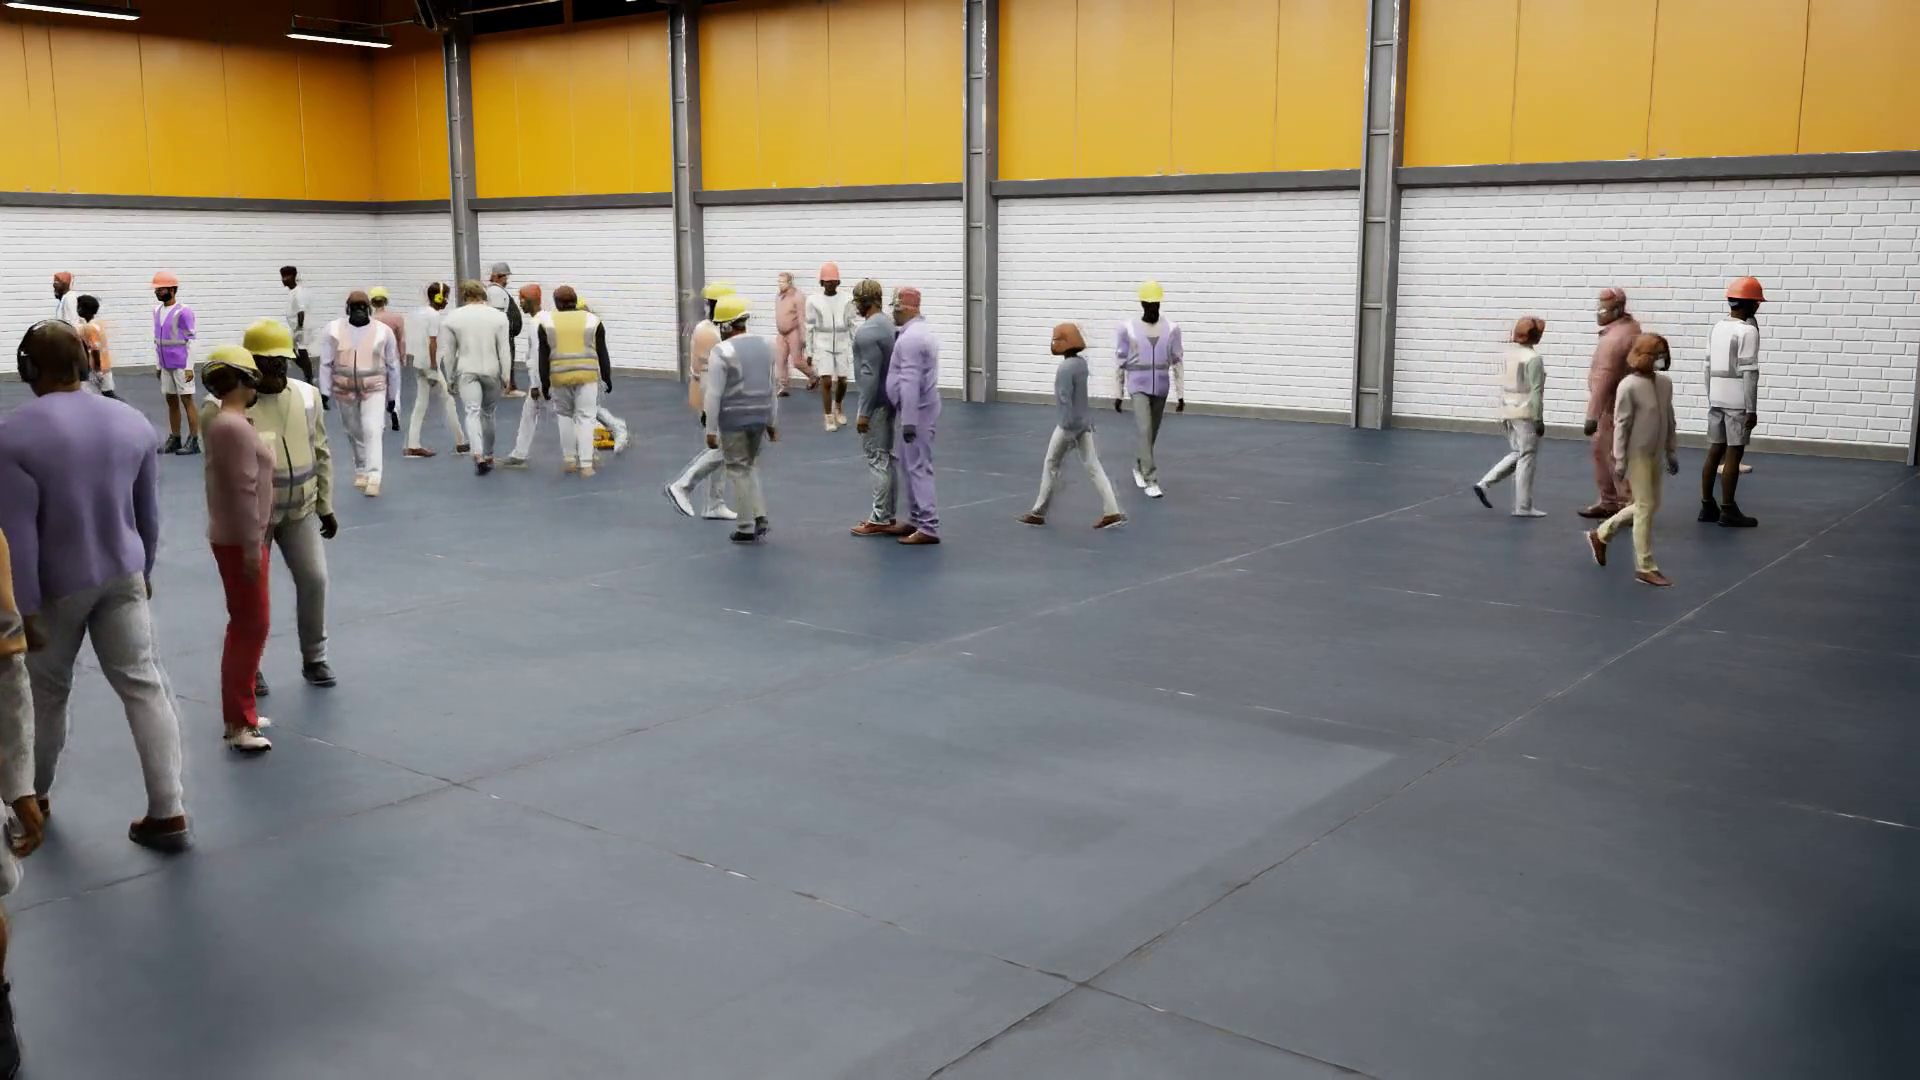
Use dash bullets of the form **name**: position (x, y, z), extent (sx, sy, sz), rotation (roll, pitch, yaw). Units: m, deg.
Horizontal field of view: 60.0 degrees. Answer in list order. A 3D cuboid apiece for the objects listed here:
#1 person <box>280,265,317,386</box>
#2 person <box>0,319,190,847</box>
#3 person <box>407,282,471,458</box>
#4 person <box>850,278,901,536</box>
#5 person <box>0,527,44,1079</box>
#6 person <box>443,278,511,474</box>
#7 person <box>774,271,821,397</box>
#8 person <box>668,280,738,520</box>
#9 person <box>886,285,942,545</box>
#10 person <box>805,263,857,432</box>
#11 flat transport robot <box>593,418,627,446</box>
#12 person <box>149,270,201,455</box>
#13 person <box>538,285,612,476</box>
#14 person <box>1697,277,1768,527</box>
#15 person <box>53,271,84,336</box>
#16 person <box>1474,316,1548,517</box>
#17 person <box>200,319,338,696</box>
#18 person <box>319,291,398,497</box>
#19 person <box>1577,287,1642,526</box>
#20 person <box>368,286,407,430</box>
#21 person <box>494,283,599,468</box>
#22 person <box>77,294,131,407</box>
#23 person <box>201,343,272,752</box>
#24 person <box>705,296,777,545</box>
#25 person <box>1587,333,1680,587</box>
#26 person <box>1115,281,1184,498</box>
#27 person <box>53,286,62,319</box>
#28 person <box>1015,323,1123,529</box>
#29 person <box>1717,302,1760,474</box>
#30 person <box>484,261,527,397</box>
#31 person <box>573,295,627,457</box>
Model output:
- **person**: position (-10.298, -3.294, 25.857), extent (0.431, 1.942, 0.651), rotation (-8, 13, -40)
- **person**: position (-3.168, 0.152, 5.996), extent (1.055, 1.881, 0.652), rotation (7, 12, 34)
- **person**: position (-5.430, -1.775, 17.391), extent (0.895, 1.812, 0.579), rotation (-9, 13, -41)
- **person**: position (-0.637, -0.988, 12.476), extent (0.375, 1.933, 0.627), rotation (2, 10, 14)
- **person**: position (-2.430, 0.519, 3.834), extent (0.564, 1.903, 0.973), rotation (-5, 11, -26)
- **person**: position (-4.683, -1.597, 16.179), extent (0.636, 1.893, 1.000), rotation (-3, 10, -18)
- **person**: position (-2.450, -3.065, 24.745), extent (0.669, 1.870, 0.748), rotation (8, 13, 39)
- **person**: position (-1.978, -1.093, 13.166), extent (0.531, 1.903, 0.624), rotation (0, 10, 2)
- **person**: position (-0.339, -0.917, 12.188), extent (0.399, 1.886, 0.671), rotation (1, 10, 3)
- **person**: position (-1.550, -2.310, 19.984), extent (0.643, 2.008, 0.761), rotation (-3, 10, -15)
- **flat transport robot**: position (-4.071, -1.209, 18.589), extent (0.652, 0.197, 1.431), rotation (-2, 10, -12)
- **person**: position (-8.287, -1.859, 17.522), extent (0.547, 1.938, 0.377), rotation (5, 11, 26)
- **person**: position (-3.688, -1.526, 15.970), extent (0.675, 1.806, 0.702), rotation (-2, 10, -10)
- **person**: position (6.034, -1.071, 12.943), extent (0.364, 1.934, 0.552), rotation (-2, 10, -9)
- **person**: position (-12.518, -2.824, 23.340), extent (0.424, 1.867, 0.615), rotation (-6, 12, -32)
- **person**: position (4.469, -0.981, 13.319), extent (0.469, 1.623, 0.518), rotation (-1, 10, -6)
- **person**: position (-3.280, -0.146, 7.953), extent (0.457, 1.812, 0.603), rotation (8, 13, 40)
- **person**: position (-5.323, -1.314, 14.780), extent (0.634, 1.801, 0.957), rotation (-2, 10, -10)
- **person**: position (5.050, -1.024, 12.889), extent (0.580, 1.860, 0.723), rotation (5, 11, 28)
- **person**: position (-6.904, -2.172, 19.923), extent (0.528, 1.739, 0.744), rotation (-3, 10, -17)
- **person**: position (-4.060, -1.601, 16.338), extent (0.998, 1.839, 0.605), rotation (-1, 10, -7)
- **person**: position (-9.805, -1.975, 18.998), extent (0.837, 1.666, 0.528), rotation (-3, 10, -16)
- **person**: position (-3.078, 0.030, 7.169), extent (0.297, 1.730, 0.682), rotation (-6, 11, -31)
- **person**: position (-1.606, -0.861, 12.083), extent (0.448, 1.808, 0.606), rotation (9, 13, 41)
- **person**: position (4.376, -0.538, 10.764), extent (0.502, 1.612, 0.682), rotation (-7, 12, -34)
- **person**: position (1.673, -1.360, 14.787), extent (0.600, 1.888, 0.964), rotation (-2, 10, -12)
- **person**: position (-14.500, -3.390, 27.232), extent (0.533, 1.664, 0.771), rotation (8, 12, 37)
- **person**: position (0.873, -0.867, 12.780), extent (0.870, 1.594, 0.497), rotation (6, 11, 30)
- **person**: position (7.497, -1.553, 16.019), extent (0.514, 1.842, 0.324), rotation (-8, 13, -40)
- **person**: position (-6.795, -3.091, 24.397), extent (0.738, 2.000, 0.692), rotation (-2, 10, -11)
- **person**: position (-3.816, -1.686, 17.200), extent (0.707, 1.699, 0.527), rotation (4, 11, 24)
